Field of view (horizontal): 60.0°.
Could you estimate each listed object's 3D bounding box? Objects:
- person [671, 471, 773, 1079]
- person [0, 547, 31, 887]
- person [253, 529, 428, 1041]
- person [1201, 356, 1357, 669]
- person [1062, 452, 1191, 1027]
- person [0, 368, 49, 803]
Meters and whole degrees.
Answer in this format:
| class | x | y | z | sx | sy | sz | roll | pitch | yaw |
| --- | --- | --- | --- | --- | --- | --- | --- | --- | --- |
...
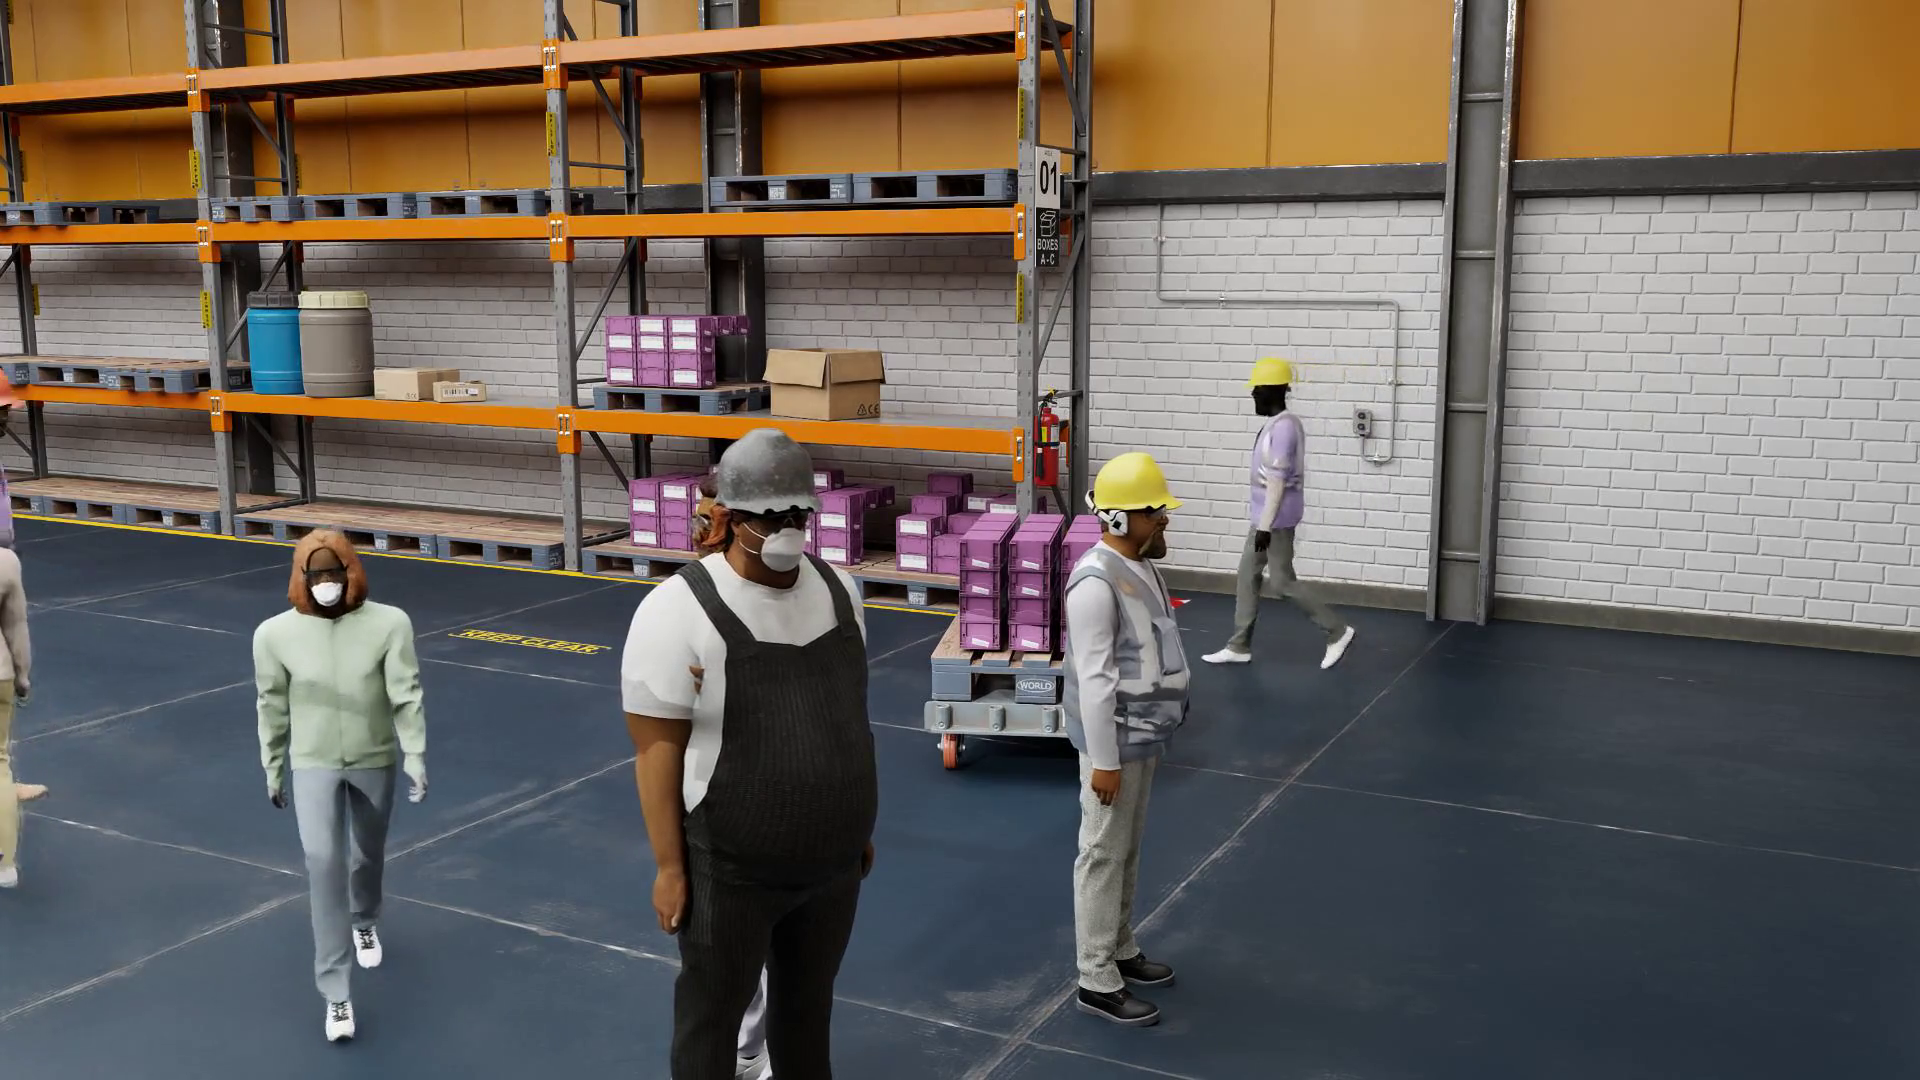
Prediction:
| class | x | y | z | sx | sy | sz | roll | pitch | yaw |
| --- | --- | --- | --- | --- | --- | --- | --- | --- | --- |
| person | -0.624 | 0.725 | 4.693 | 0.328 | 1.876 | 0.513 | -5 | 11 | -29 |
| person | -3.851 | 0.569 | 6.430 | 0.359 | 1.619 | 0.526 | 5 | 11 | 30 |
| person | -2.027 | 0.741 | 5.473 | 0.502 | 1.587 | 0.854 | -4 | 10 | -26 |
| person | 1.948 | -0.157 | 10.038 | 0.855 | 1.902 | 0.586 | 0 | 9 | 0 |
| person | 0.543 | 0.628 | 5.414 | 0.403 | 1.834 | 0.588 | 3 | 10 | 19 |
| person | -4.358 | 0.215 | 7.380 | 0.523 | 2.017 | 0.617 | -3 | 10 | -18 |
